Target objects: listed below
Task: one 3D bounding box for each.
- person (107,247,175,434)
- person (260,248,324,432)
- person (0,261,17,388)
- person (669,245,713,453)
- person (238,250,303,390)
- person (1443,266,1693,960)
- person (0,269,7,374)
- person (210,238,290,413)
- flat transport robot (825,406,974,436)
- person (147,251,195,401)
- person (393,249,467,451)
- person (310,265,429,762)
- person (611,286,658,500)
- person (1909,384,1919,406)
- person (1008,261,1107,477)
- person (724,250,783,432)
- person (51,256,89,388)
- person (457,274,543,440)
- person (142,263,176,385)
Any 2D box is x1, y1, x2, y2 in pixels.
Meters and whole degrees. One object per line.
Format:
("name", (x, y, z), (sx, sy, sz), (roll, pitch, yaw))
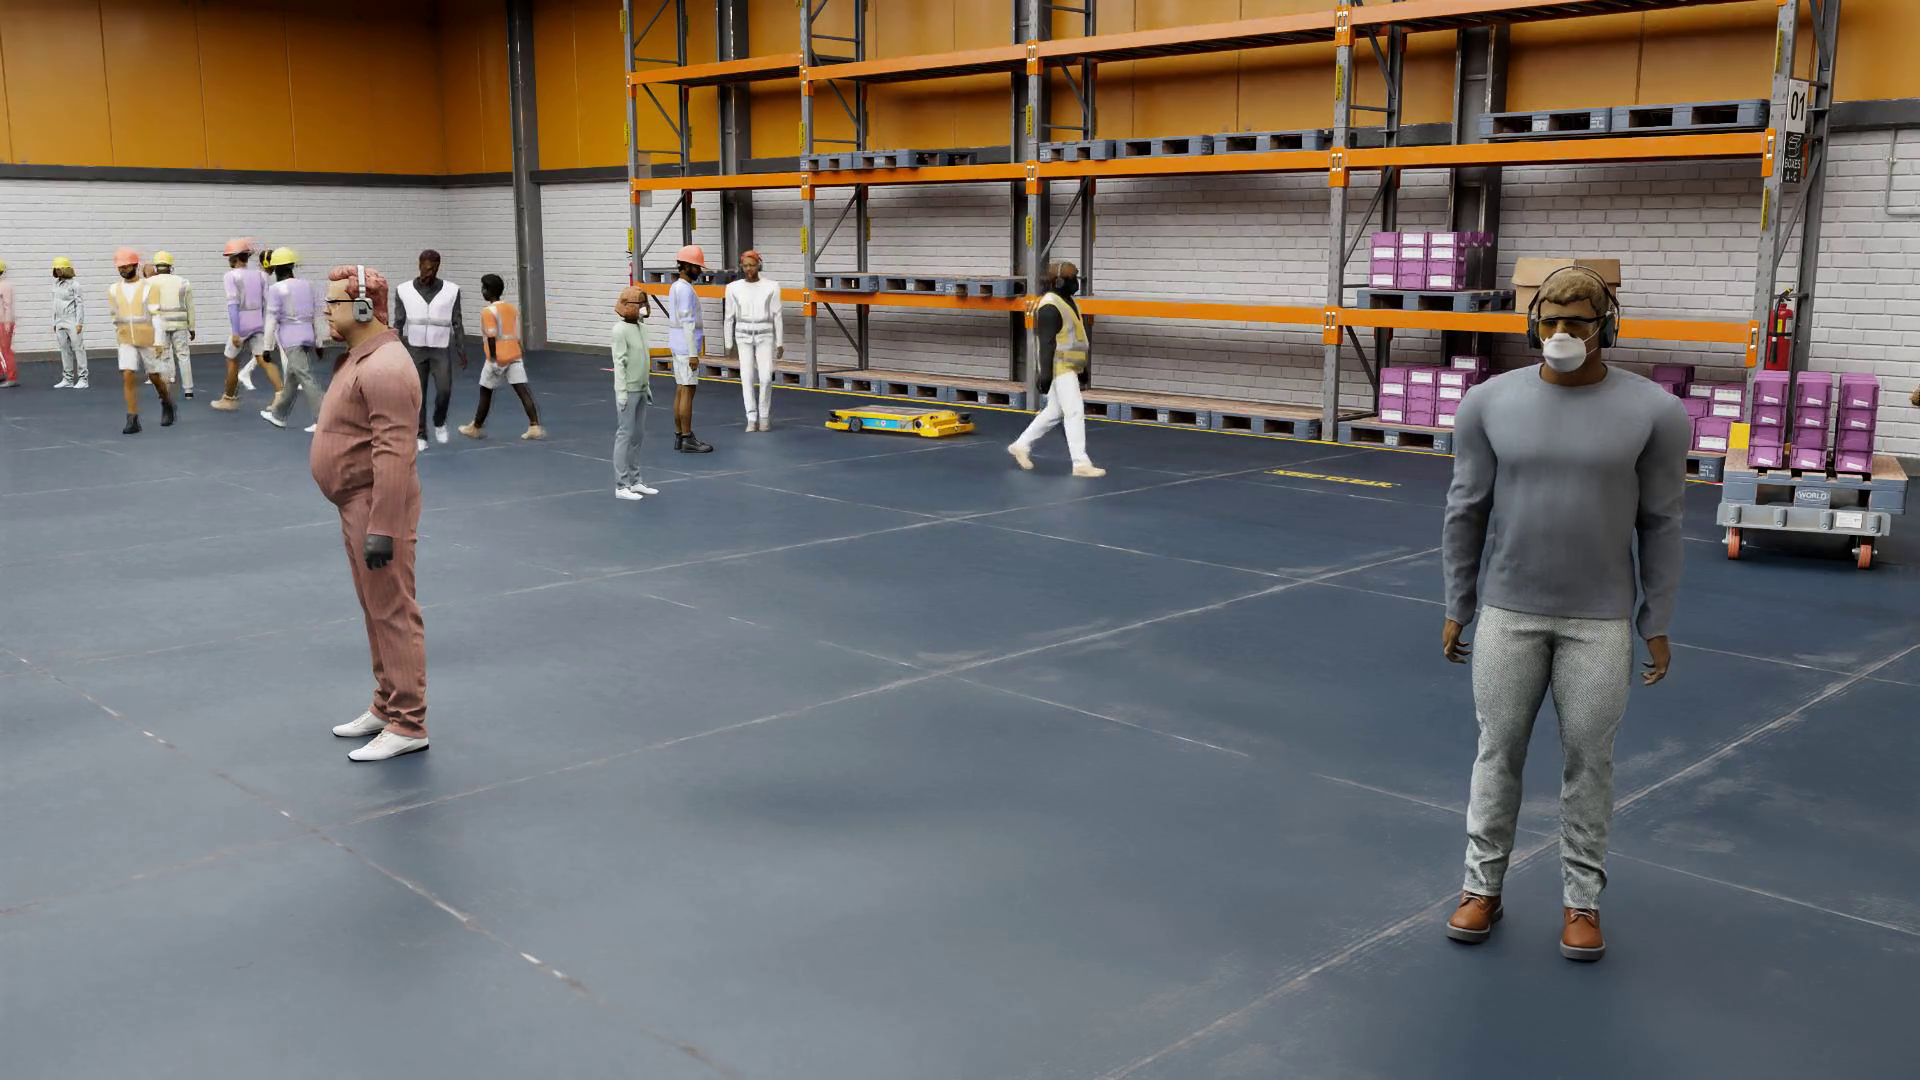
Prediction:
("person", (-8.519, -2.084, 17.281), (0.545, 1.912, 0.873), (-1, 10, -6))
("person", (-6.922, -2.043, 17.109), (1.004, 1.876, 0.604), (3, 11, 18))
("person", (-12.773, -2.873, 22.055), (0.579, 1.725, 0.442), (5, 11, 25))
("person", (-2.526, -1.778, 15.551), (0.372, 1.928, 0.543), (-4, 11, -20))
("person", (-9.057, -2.873, 21.763), (0.901, 1.841, 0.513), (-3, 11, -16))
("person", (1.673, 0.210, 4.676), (0.637, 1.938, 0.355), (5, 11, 24))
("person", (-14.205, -3.341, 24.309), (0.627, 1.844, 0.429), (-4, 11, -19))
("person", (-8.143, -2.442, 19.004), (1.064, 1.993, 0.634), (4, 11, 20))
("flat transport robot", (-0.628, -1.236, 17.111), (1.431, 0.197, 0.652), (7, 12, 33))
("person", (-9.693, -2.616, 20.377), (0.600, 1.829, 0.404), (-7, 13, -34))
("person", (-5.011, -1.786, 15.692), (0.687, 1.889, 0.468), (-3, 11, -18))
("person", (-2.299, -0.105, 6.481), (0.409, 1.909, 0.643), (-5, 12, -27))
("person", (-2.518, -1.135, 12.840), (0.269, 1.632, 0.504), (3, 11, 14))
("person", (6.806, -0.936, 11.289), (0.579, 1.808, 0.557), (-3, 11, -14))
("person", (0.816, -1.447, 14.079), (0.862, 1.811, 0.627), (3, 11, 17))
("person", (-2.124, -2.024, 17.061), (0.596, 1.864, 0.518), (0, 10, -2))
("person", (-11.847, -2.881, 22.063), (0.486, 1.745, 0.293), (3, 11, 17))
("person", (-4.545, -1.796, 16.418), (0.912, 1.645, 0.541), (4, 11, 21))
("person", (-10.944, -2.931, 22.625), (0.307, 1.639, 0.525), (9, 13, 39))
